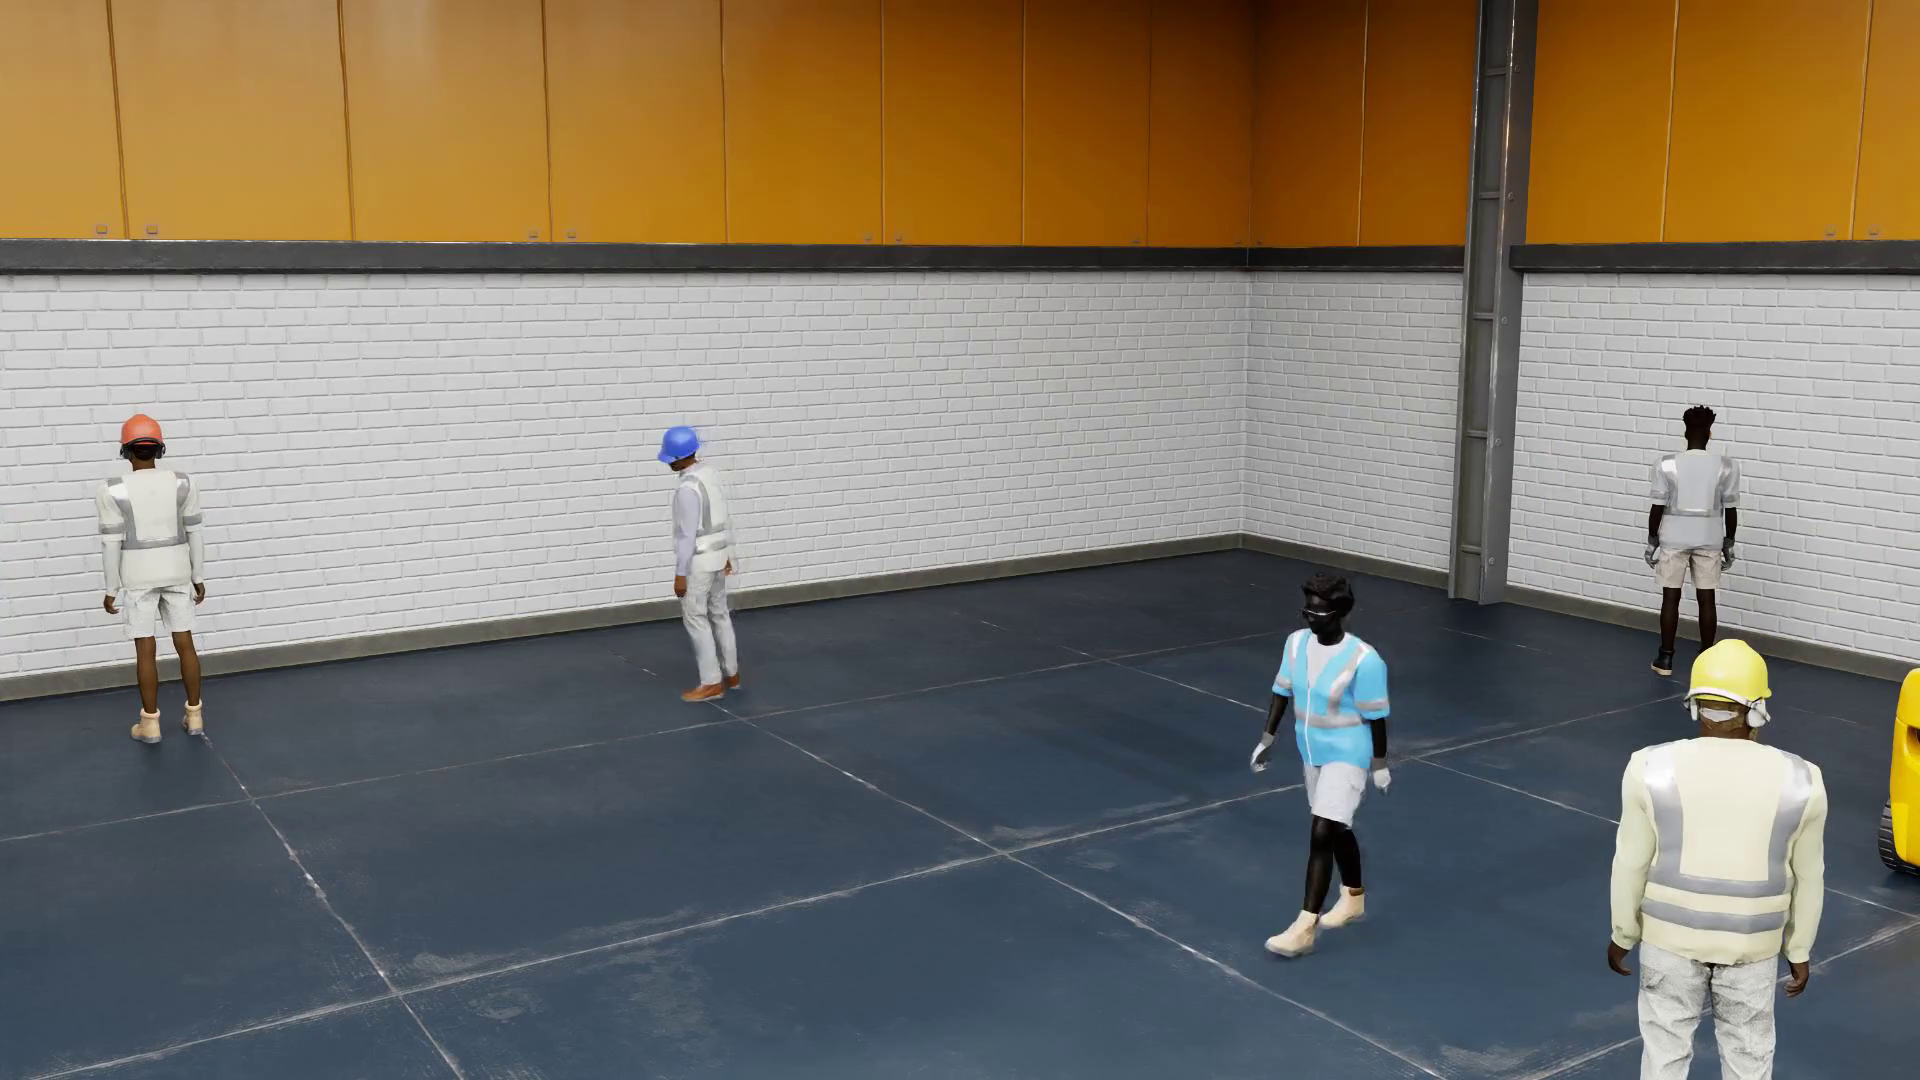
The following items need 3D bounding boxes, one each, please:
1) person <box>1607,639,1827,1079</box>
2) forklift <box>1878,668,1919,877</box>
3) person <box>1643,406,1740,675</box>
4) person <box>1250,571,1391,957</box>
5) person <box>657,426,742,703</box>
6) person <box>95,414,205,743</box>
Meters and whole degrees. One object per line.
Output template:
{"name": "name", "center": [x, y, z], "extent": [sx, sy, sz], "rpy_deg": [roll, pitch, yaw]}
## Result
{"name": "person", "center": [2.323, 1.209, 5.154], "extent": [0.602, 1.828, 0.404], "rpy_deg": [2, 10, 15]}
{"name": "forklift", "center": [5.511, 0.571, 7.906], "extent": [2.313, 2.155, 1.214], "rpy_deg": [-6, 11, -33]}
{"name": "person", "center": [5.266, 0.010, 11.994], "extent": [0.614, 1.956, 0.385], "rpy_deg": [3, 10, 15]}
{"name": "person", "center": [1.540, 0.952, 7.215], "extent": [0.807, 1.658, 0.548], "rpy_deg": [-5, 11, -29]}
{"name": "person", "center": [-1.752, 0.146, 11.374], "extent": [0.451, 1.894, 0.776], "rpy_deg": [2, 10, 10]}
{"name": "person", "center": [-5.023, 0.239, 10.359], "extent": [0.605, 2.045, 0.379], "rpy_deg": [-8, 13, -41]}
